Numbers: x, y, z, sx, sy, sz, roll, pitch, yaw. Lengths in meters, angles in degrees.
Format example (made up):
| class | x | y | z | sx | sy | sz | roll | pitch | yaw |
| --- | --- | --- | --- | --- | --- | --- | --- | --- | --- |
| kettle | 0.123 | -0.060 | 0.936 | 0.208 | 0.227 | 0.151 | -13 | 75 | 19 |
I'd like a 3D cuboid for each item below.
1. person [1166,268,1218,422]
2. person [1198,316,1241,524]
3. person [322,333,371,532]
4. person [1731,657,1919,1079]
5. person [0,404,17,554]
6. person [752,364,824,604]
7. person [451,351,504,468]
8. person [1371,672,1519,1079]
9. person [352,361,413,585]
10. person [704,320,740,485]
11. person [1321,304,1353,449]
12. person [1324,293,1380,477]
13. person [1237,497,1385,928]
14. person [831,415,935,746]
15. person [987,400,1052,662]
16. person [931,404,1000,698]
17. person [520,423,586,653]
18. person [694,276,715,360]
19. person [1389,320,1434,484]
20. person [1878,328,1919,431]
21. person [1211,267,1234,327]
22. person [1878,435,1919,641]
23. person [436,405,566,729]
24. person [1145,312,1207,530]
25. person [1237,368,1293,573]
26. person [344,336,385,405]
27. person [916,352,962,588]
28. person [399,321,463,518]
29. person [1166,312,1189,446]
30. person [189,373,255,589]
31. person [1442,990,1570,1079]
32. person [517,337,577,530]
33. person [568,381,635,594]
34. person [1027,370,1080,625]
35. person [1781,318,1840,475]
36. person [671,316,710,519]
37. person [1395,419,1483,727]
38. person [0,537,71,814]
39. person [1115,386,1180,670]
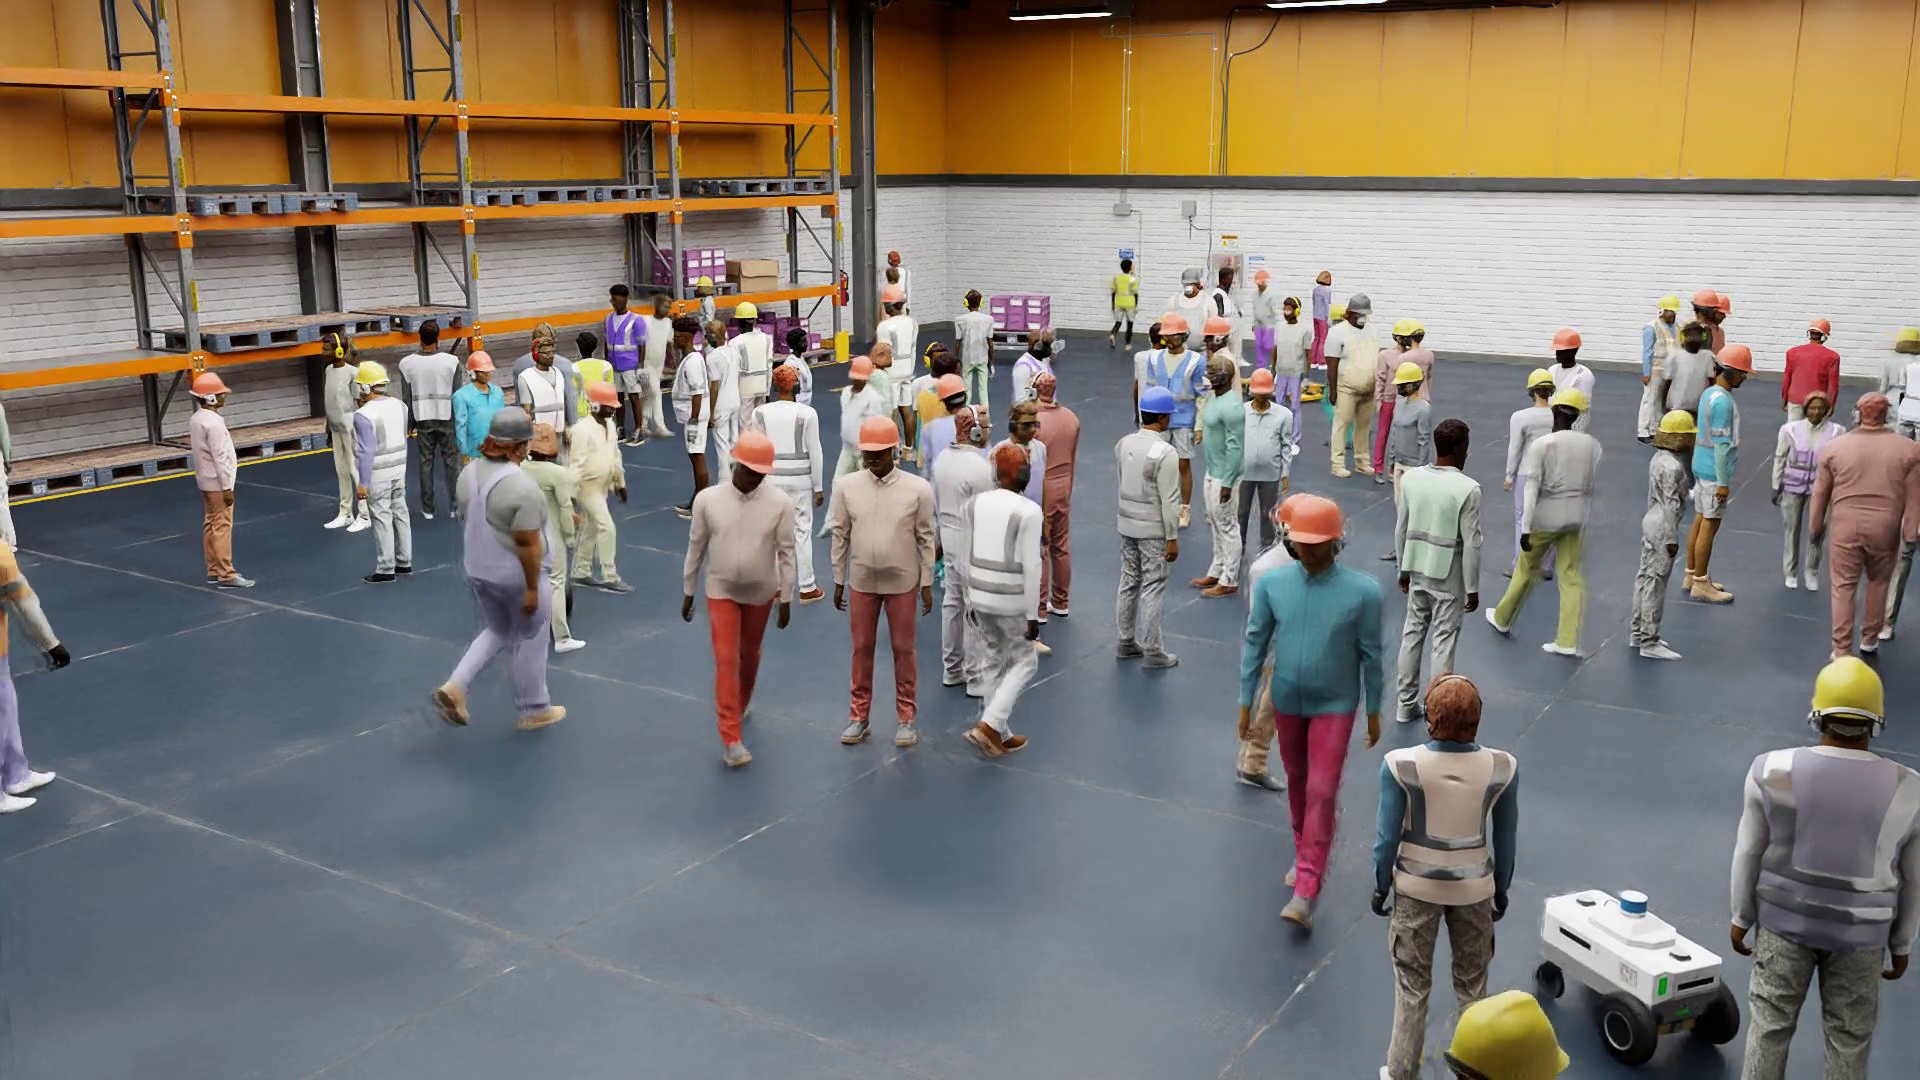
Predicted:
| class | x | y | z | sx | sy | sz | roll | pitch | yaw |
| --- | --- | --- | --- | --- | --- | --- | --- | --- | --- |
| person | 3.021 | -2.572 | 21.962 | 0.688 | 2.000 | 0.536 | 5 | 14 | 20 |
| person | 2.471 | -1.151 | 15.950 | 0.434 | 1.978 | 0.622 | 1 | 13 | 4 |
| person | -5.771 | -1.009 | 15.565 | 0.519 | 1.869 | 0.327 | 8 | 15 | 32 |
| person | 2.946 | 1.291 | 5.682 | 0.590 | 1.825 | 0.403 | 6 | 14 | 25 |
| person | -8.544 | -0.649 | 14.499 | 0.511 | 1.641 | 0.308 | -10 | 16 | -36 |
| person | -1.336 | -0.432 | 13.024 | 0.573 | 1.883 | 0.355 | 4 | 14 | 17 |
| person | -4.304 | -0.838 | 15.067 | 0.327 | 1.752 | 0.562 | 8 | 15 | 32 |
| person | 1.765 | 1.288 | 6.098 | 0.517 | 1.639 | 0.314 | 1 | 13 | 3 |
| person | -4.753 | -0.548 | 13.635 | 0.403 | 1.835 | 0.586 | 4 | 14 | 17 |
| person | -2.434 | -1.331 | 17.023 | 0.350 | 1.839 | 0.506 | 6 | 14 | 25 |
| person | 4.579 | -1.963 | 19.978 | 0.547 | 1.729 | 0.460 | -8 | 15 | -31 |
| person | 4.337 | -1.702 | 18.187 | 0.683 | 2.000 | 0.535 | -7 | 15 | -27 |
| person | 1.571 | 0.776 | 7.636 | 0.651 | 1.946 | 0.989 | 8 | 15 | 30 |
| person | -0.460 | 0.246 | 9.839 | 0.621 | 1.992 | 0.397 | 2 | 13 | 9 |
| person | 0.410 | -0.067 | 11.554 | 0.511 | 1.836 | 0.357 | -10 | 16 | -38 |
| person | 0.085 | 0.070 | 10.795 | 0.410 | 1.909 | 0.643 | -8 | 15 | -30 |
| person | -2.934 | -0.016 | 11.770 | 0.499 | 1.632 | 0.285 | 7 | 15 | 26 |
| person | -3.740 | -3.006 | 24.498 | 0.299 | 1.743 | 0.493 | -2 | 13 | -8 |
| person | 4.820 | -1.462 | 17.771 | 0.524 | 1.759 | 0.337 | -9 | 16 | -33 |
| person | 9.964 | -1.404 | 17.645 | 0.894 | 1.693 | 0.507 | -3 | 13 | -12 |
| person | 3.740 | -2.966 | 23.952 | 0.391 | 1.913 | 0.587 | 3 | 13 | 11 |
| person | 6.922 | -0.061 | 11.948 | 0.524 | 1.639 | 0.306 | 6 | 14 | 23 |
| person | -2.755 | 0.182 | 10.017 | 0.686 | 2.000 | 0.732 | 9 | 16 | 34 |
| person | 2.005 | -1.112 | 15.626 | 0.609 | 2.043 | 0.397 | 8 | 15 | 31 |
| person | 2.491 | -0.572 | 13.921 | 0.564 | 1.749 | 0.334 | 2 | 13 | 8 |
| person | -5.743 | -1.068 | 15.953 | 0.548 | 1.801 | 0.577 | -1 | 13 | -6 |
| person | -0.136 | -0.569 | 13.540 | 0.378 | 1.917 | 0.598 | -9 | 16 | -35 |
| person | -5.076 | -1.156 | 16.090 | 0.592 | 1.919 | 0.392 | -2 | 13 | -8 |
| person | 2.455 | -1.746 | 19.063 | 0.503 | 1.727 | 0.369 | -11 | 17 | -39 |
| person | -6.030 | -0.484 | 13.524 | 0.321 | 1.755 | 0.572 | -11 | 17 | -39 |
| person | 1.101 | 1.811 | 3.655 | 0.916 | 1.726 | 0.519 | -4 | 14 | -16 |
| person | -3.841 | -0.959 | 15.400 | 0.390 | 1.842 | 0.564 | 6 | 14 | 24 |
| person | -2.870 | -0.416 | 13.325 | 0.729 | 1.708 | 0.638 | 4 | 13 | 15 |
| person | 0.605 | -0.320 | 12.484 | 0.402 | 1.911 | 0.638 | 12 | 18 | 42 |
| person | 9.298 | -1.552 | 18.199 | 0.573 | 1.740 | 0.348 | 11 | 17 | 40 |
| person | -2.605 | -1.189 | 16.127 | 0.374 | 1.966 | 0.608 | -3 | 13 | -11 |
| person | 2.903 | 0.214 | 10.145 | 0.371 | 1.916 | 0.597 | -9 | 16 | -34 |
| person | -5.091 | 0.529 | 8.841 | 0.658 | 1.893 | 0.615 | 6 | 14 | 26 |
| person | 1.296 | -0.082 | 11.382 | 0.417 | 1.940 | 0.607 | -8 | 15 | -30 |
